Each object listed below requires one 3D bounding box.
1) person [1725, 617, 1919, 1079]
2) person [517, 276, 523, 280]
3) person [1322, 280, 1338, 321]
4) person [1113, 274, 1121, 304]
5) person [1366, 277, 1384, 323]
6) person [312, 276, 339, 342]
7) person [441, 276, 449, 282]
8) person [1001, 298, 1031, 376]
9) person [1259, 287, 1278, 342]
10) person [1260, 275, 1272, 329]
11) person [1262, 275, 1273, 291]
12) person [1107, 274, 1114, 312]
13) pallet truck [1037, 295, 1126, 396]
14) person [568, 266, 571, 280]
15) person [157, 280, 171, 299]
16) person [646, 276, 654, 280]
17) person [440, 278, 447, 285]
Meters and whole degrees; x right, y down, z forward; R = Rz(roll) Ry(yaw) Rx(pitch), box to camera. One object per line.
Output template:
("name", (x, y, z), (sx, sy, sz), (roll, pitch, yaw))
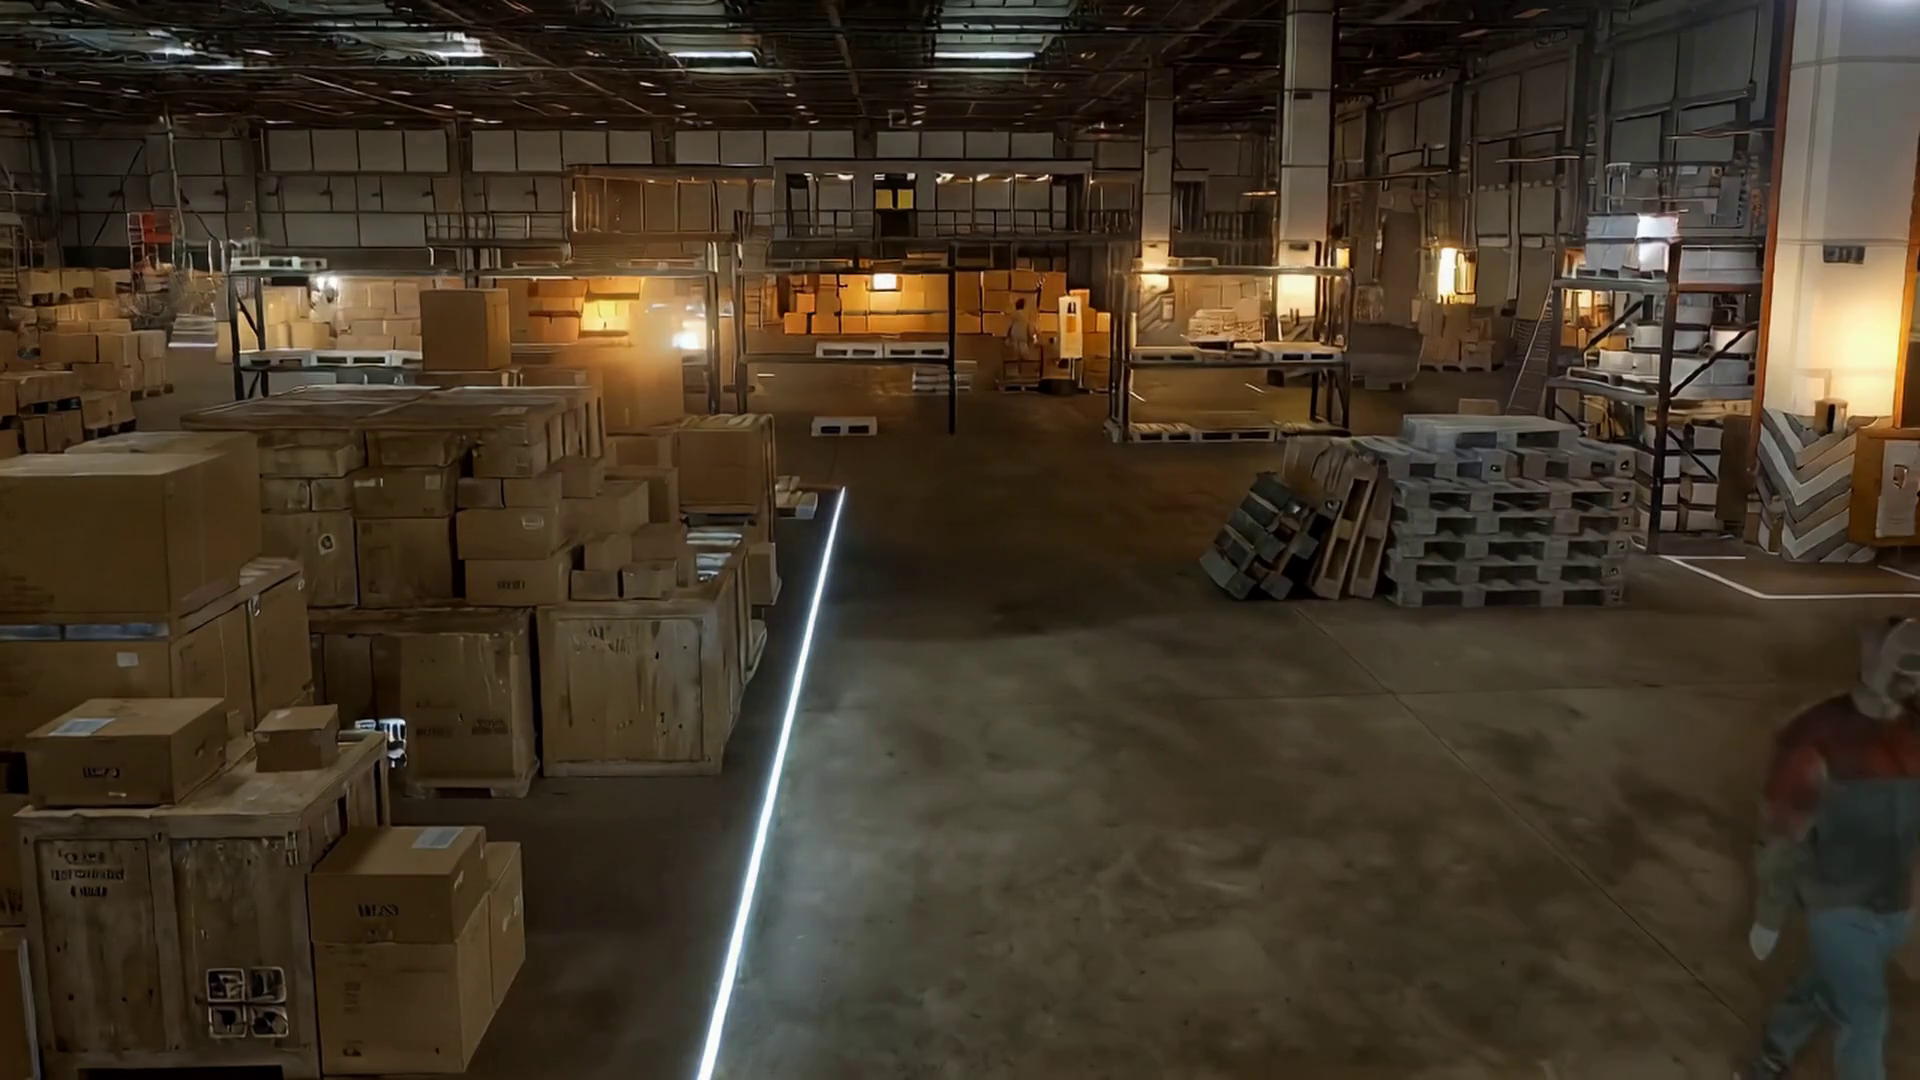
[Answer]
("person", (2.859, 1.162, 5.321), (0.650, 1.889, 0.984), (-4, 11, -23))
("person", (-16.224, -8.912, 61.415), (0.553, 1.879, 1.035), (-3, 11, -16))
("person", (13.457, -8.623, 60.384), (0.553, 1.657, 0.805), (-3, 11, -16))
("person", (6.187, -9.520, 64.916), (0.429, 1.843, 0.627), (-9, 13, -40))
("person", (13.480, -7.582, 53.988), (0.610, 1.878, 0.955), (5, 11, 27))
("person", (-19.294, -7.057, 50.633), (0.674, 2.000, 0.537), (0, 10, -1))
("person", (-22.981, -11.226, 74.353), (0.439, 1.890, 0.575), (-8, 13, -37))
("person", (1.259, -4.373, 36.326), (1.038, 1.808, 0.504), (9, 14, 42))
("person", (8.140, -5.727, 43.782), (0.634, 1.841, 0.429), (8, 13, 37))
("person", (10.731, -8.316, 57.926), (1.016, 1.947, 0.633), (4, 11, 24))
("person", (14.170, -11.603, 76.335), (0.629, 1.895, 1.017), (1, 10, 6))
("person", (5.933, -9.694, 66.089), (0.534, 1.767, 0.320), (-7, 12, -32))
("pallet truck", (2.483, -3.881, 33.060), (1.885, 1.965, 0.823), (-7, 13, -36))
("person", (-17.852, -11.613, 76.330), (0.594, 1.926, 0.366), (-10, 14, -43))
("person", (-27.083, -7.968, 56.528), (0.533, 1.751, 0.687), (2, 10, 10))
("person", (-10.461, -8.063, 56.249), (0.606, 2.038, 0.395), (-1, 10, -7))
("person", (-15.607, -6.951, 50.368), (0.658, 1.922, 0.448), (4, 11, 22))
